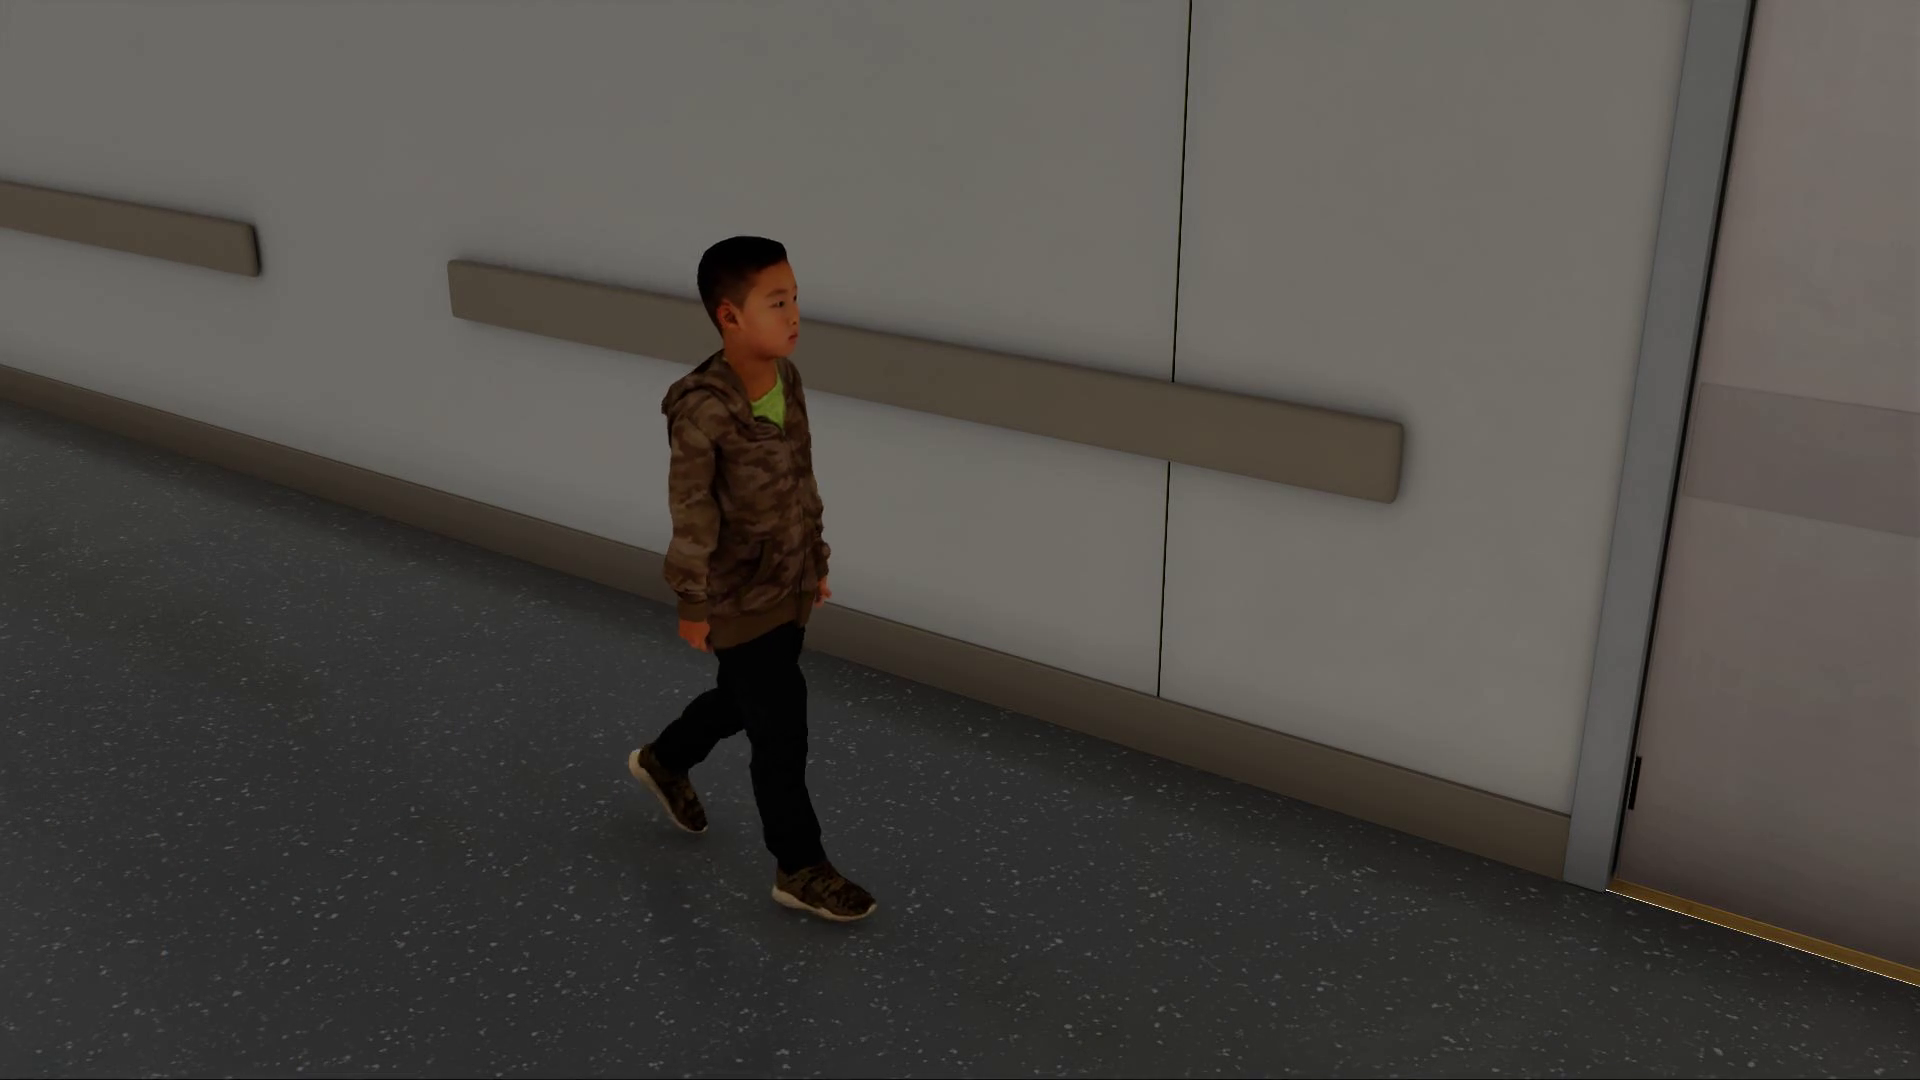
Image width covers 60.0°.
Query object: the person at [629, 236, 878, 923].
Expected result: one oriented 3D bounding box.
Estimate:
[{"bbox_3d":[-0.500,0.084,3.533,0.709,1.432,0.911,10,23,24],"label":"person"}]
